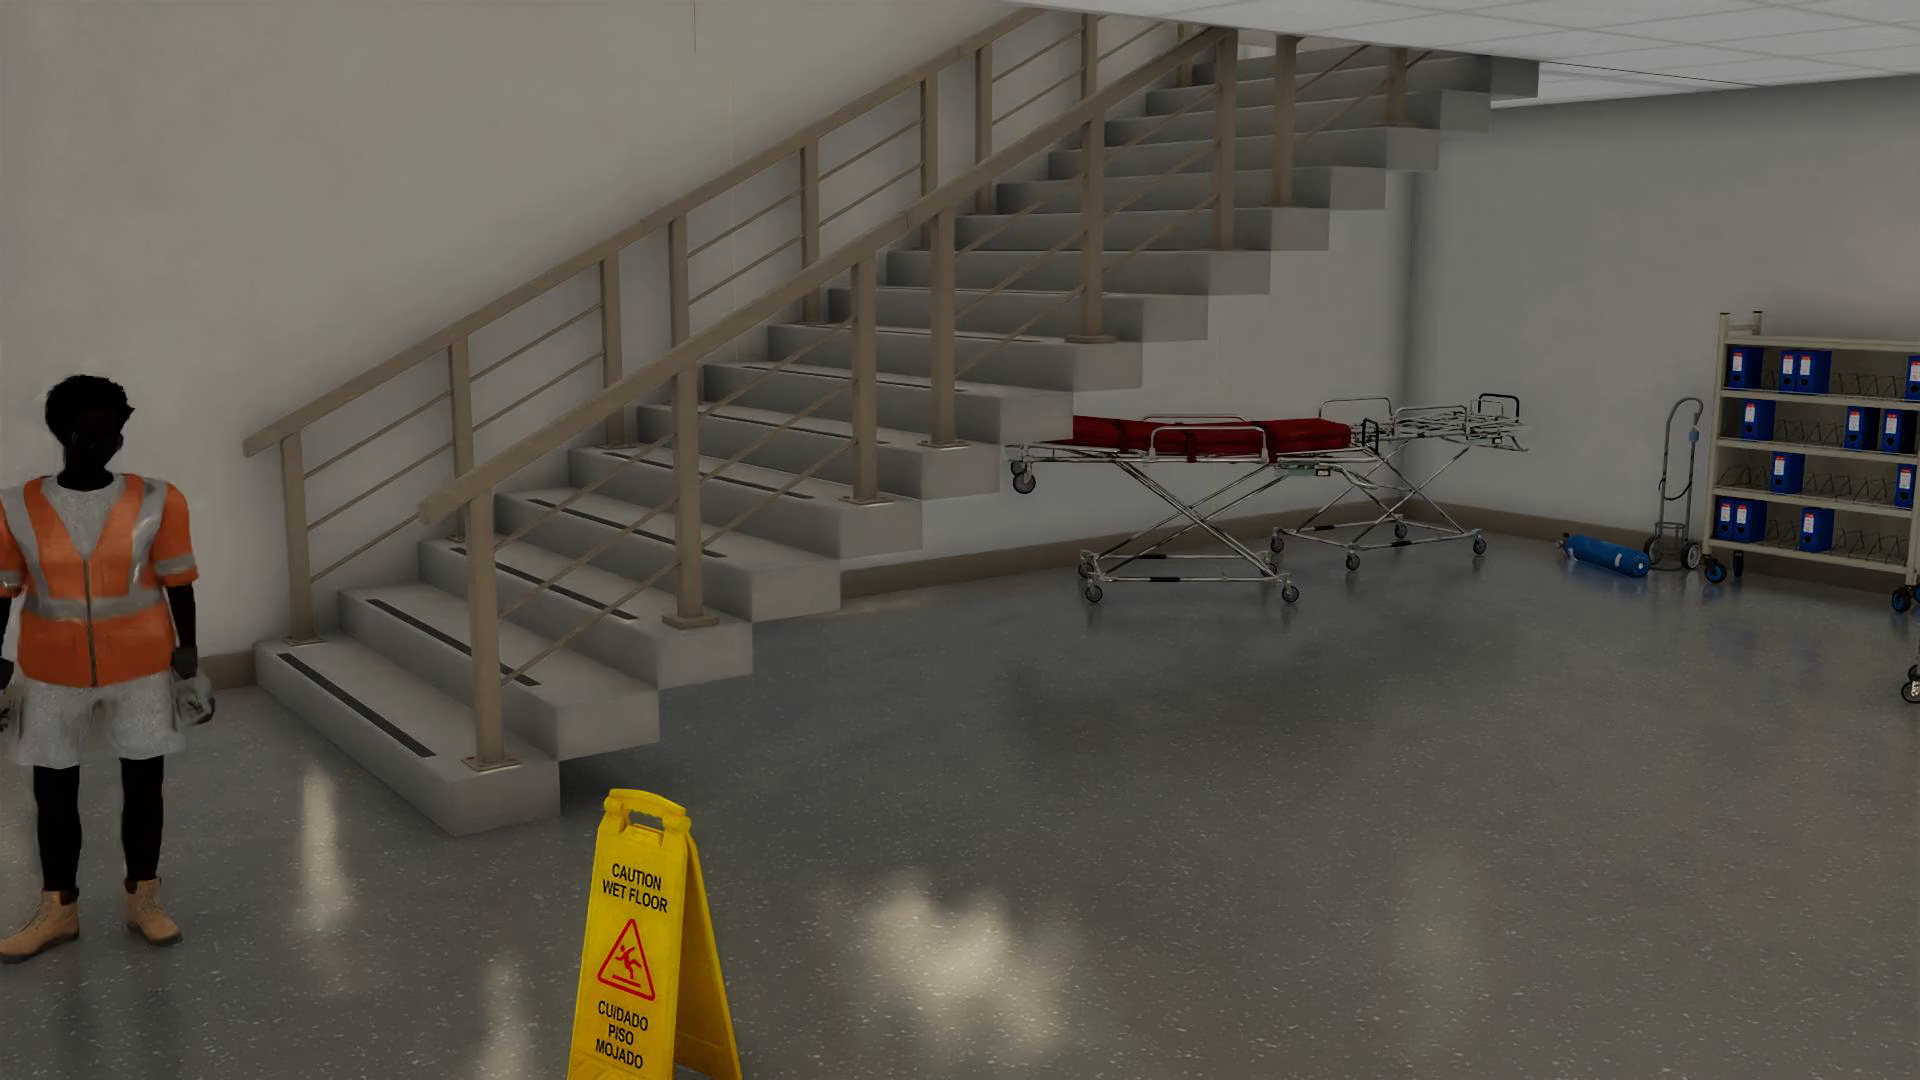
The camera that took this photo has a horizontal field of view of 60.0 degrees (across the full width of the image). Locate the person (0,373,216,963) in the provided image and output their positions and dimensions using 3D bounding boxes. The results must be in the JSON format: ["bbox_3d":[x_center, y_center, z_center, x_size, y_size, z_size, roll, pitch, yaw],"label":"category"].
[{"bbox_3d":[-2.491,0.373,4.733,0.636,1.683,0.322,-4,11,-22],"label":"person"}]
